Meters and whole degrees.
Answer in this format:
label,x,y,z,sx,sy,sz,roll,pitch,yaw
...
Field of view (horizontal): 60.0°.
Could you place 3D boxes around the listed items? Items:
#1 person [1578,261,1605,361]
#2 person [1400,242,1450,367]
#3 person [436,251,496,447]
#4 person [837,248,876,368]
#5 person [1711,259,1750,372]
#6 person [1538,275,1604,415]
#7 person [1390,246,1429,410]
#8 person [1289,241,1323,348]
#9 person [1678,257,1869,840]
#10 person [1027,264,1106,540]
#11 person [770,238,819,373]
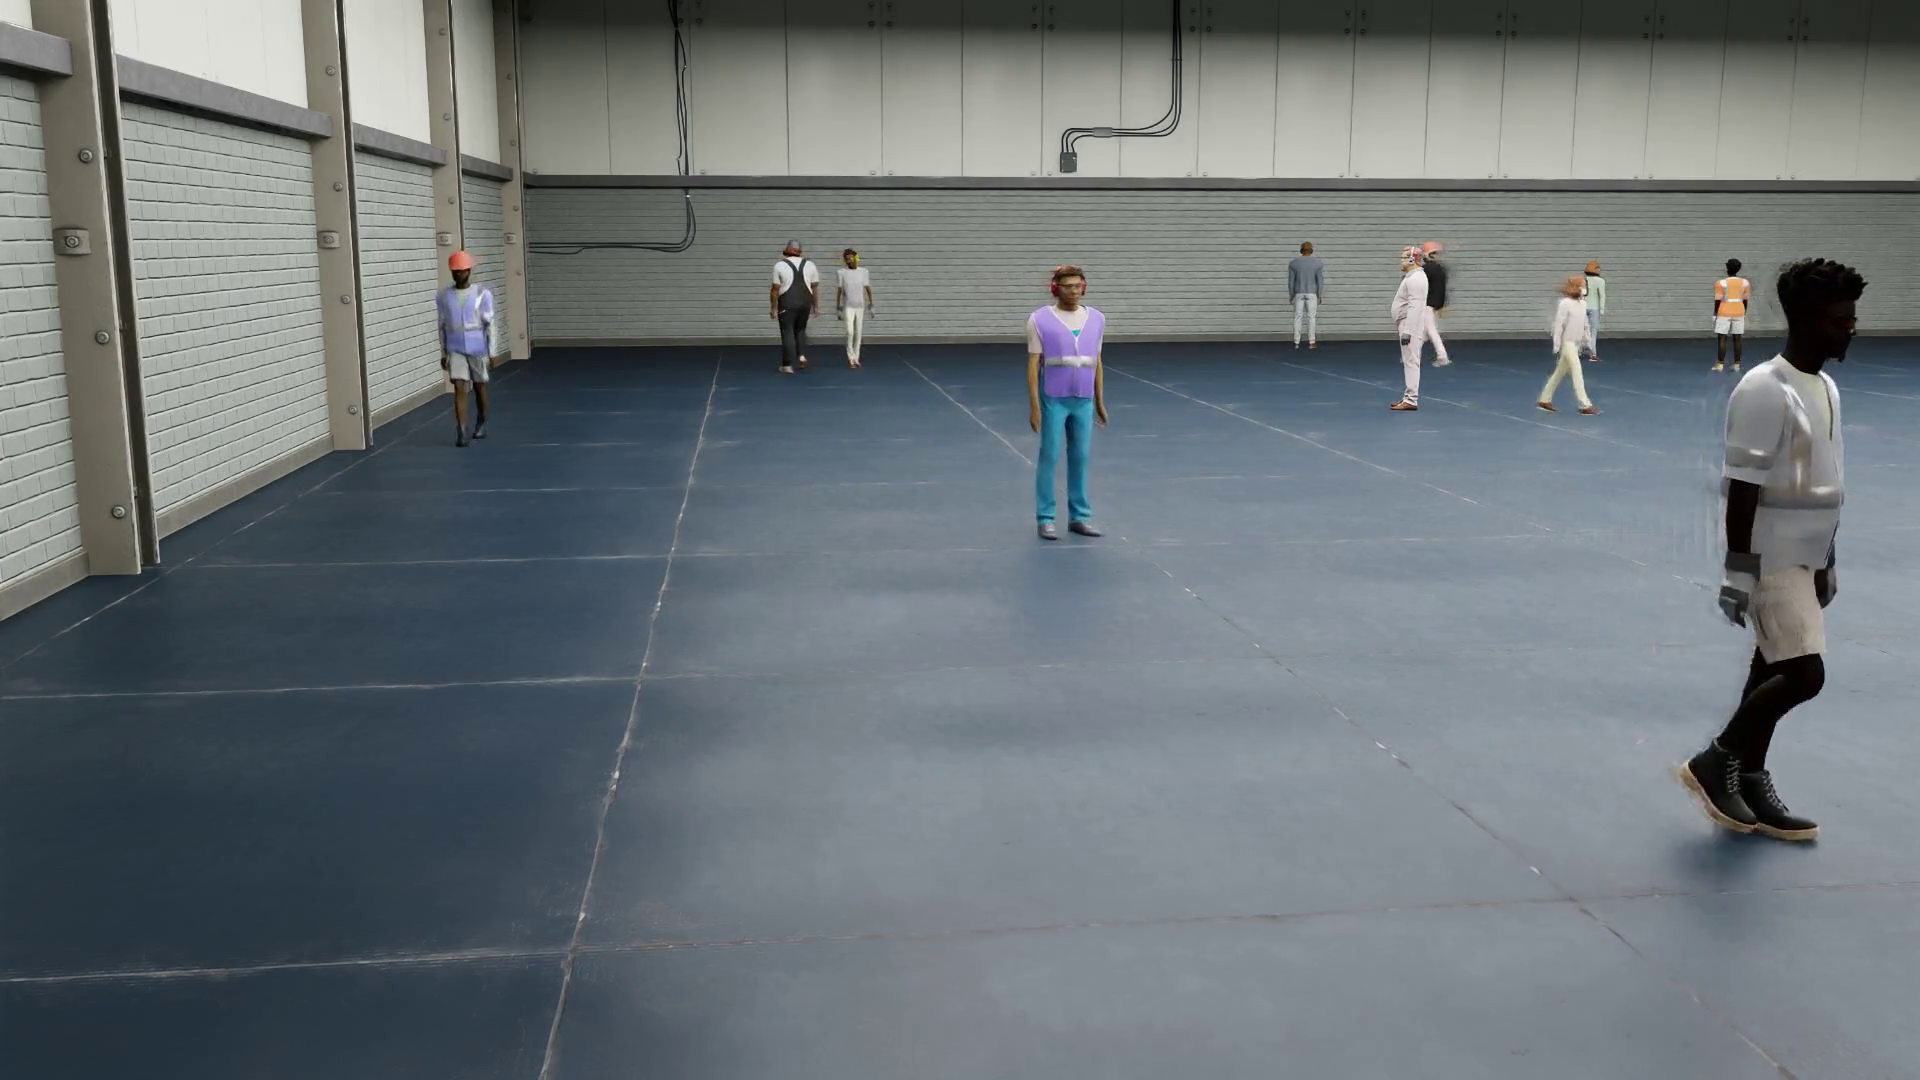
label,x,y,z,sx,sy,sz,roll,pitch,yaw
person,10.329,-3.755,27.274,0.265,1.632,0.508,-9,14,-40
person,7.368,-3.700,26.138,0.618,1.953,1.014,-8,13,-39
person,-4.852,-1.896,16.389,0.556,1.895,0.972,-2,10,-8
person,-1.586,-3.558,25.623,0.549,1.836,0.698,-3,11,-17
person,11.561,-3.368,24.977,0.531,1.698,0.320,0,10,-1
person,7.022,-2.234,19.050,0.516,1.583,0.852,-9,14,-41
person,5.256,-2.473,19.497,0.408,1.909,0.638,3,11,17
person,6.281,-4.448,30.239,0.631,1.940,0.372,3,11,18
person,2.744,0.053,5.514,0.421,1.951,0.644,10,14,44
person,0.709,-0.932,11.221,0.570,1.842,0.375,-5,11,-24
person,-2.506,-3.535,24.953,0.725,2.000,0.538,-5,11,-25
